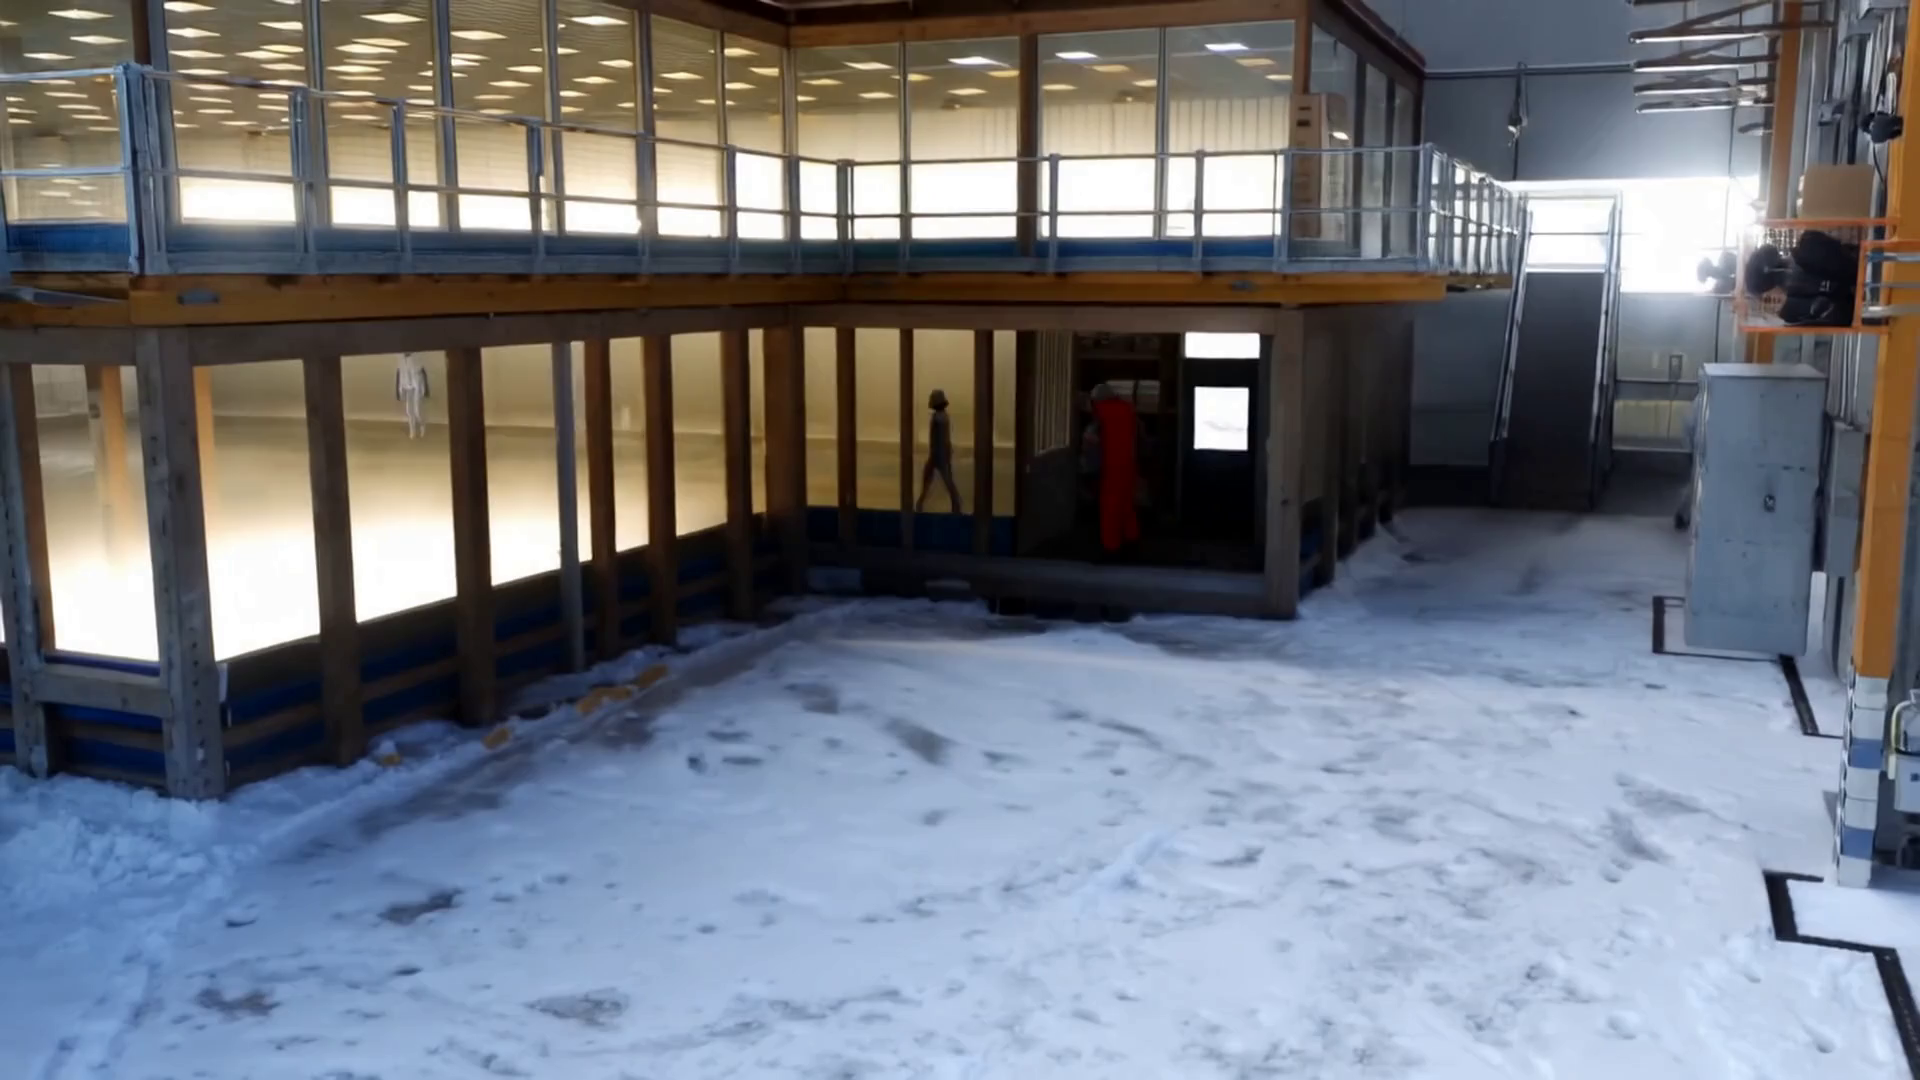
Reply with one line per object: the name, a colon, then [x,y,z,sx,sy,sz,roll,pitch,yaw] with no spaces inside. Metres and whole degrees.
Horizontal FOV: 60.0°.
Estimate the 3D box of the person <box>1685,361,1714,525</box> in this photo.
person: [8.963,-1.156,19.972,0.618,1.985,0.409,-6,11,-34]
